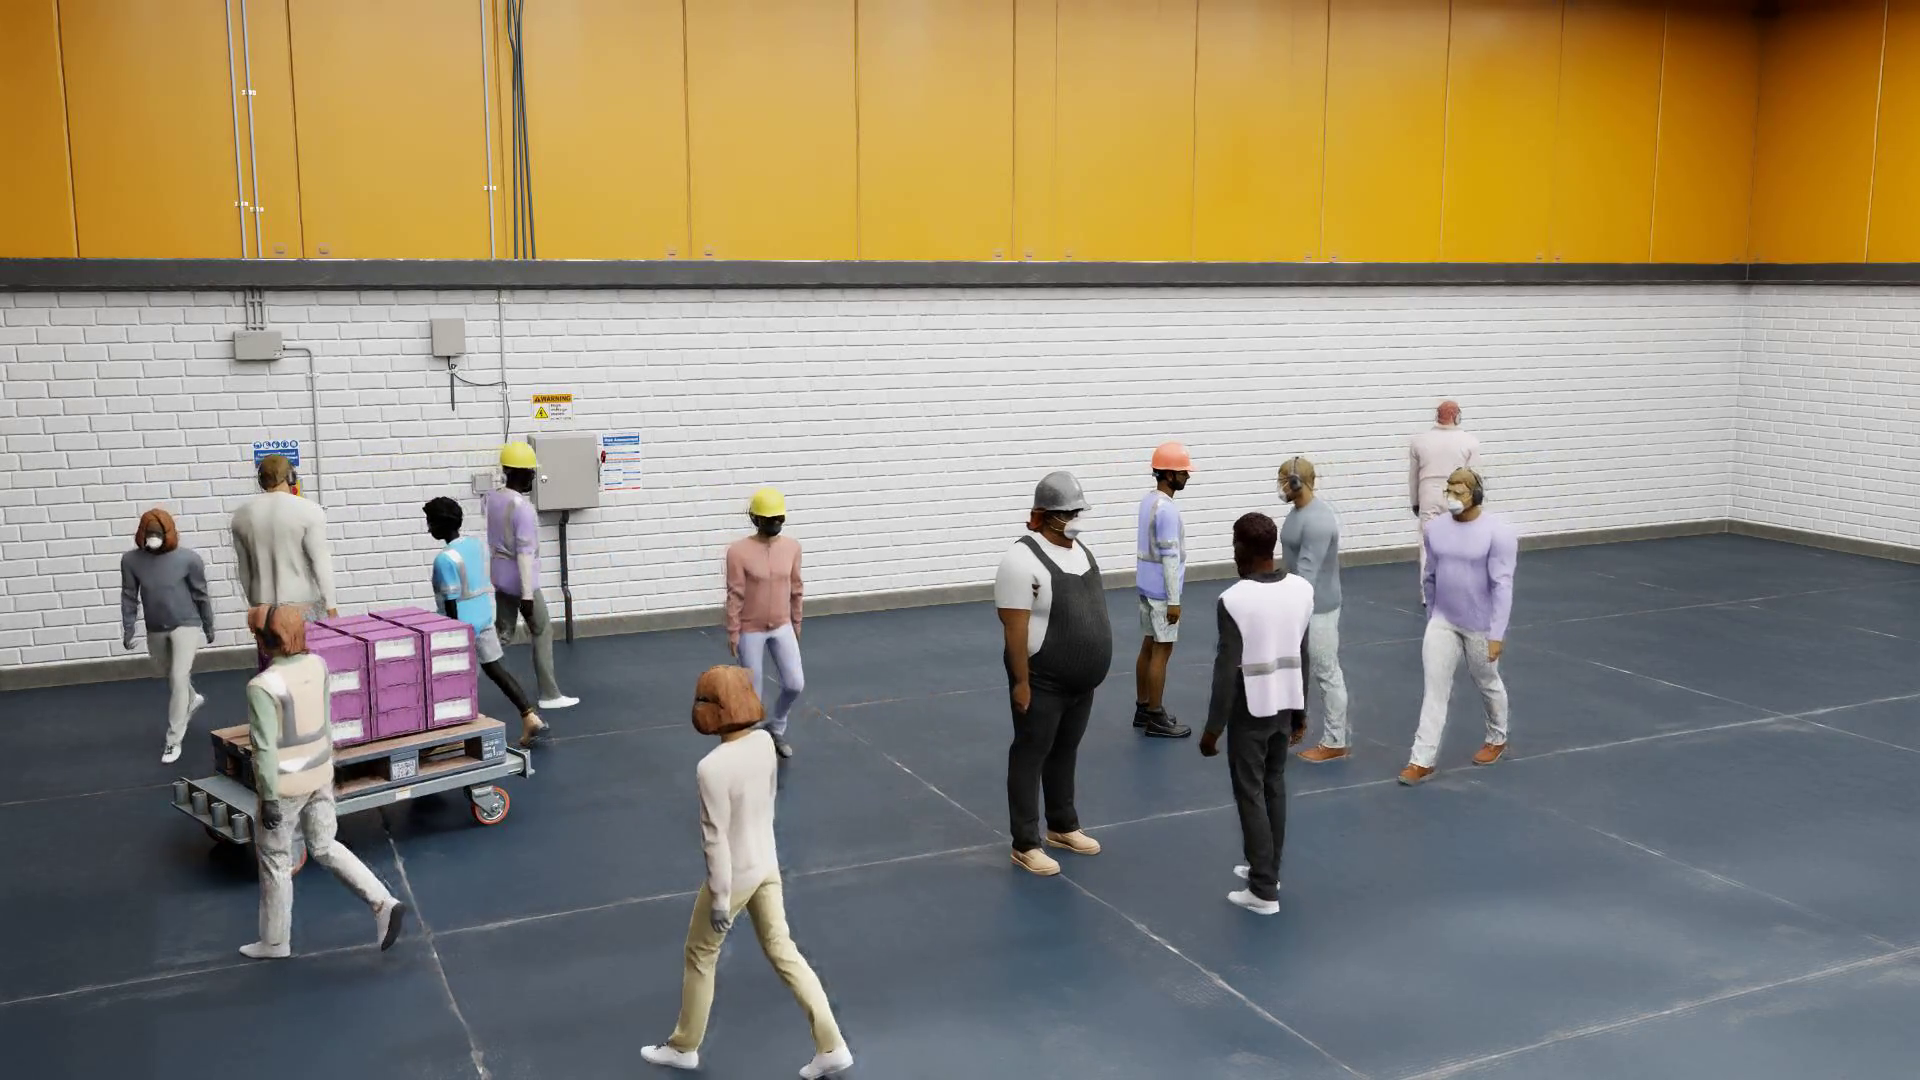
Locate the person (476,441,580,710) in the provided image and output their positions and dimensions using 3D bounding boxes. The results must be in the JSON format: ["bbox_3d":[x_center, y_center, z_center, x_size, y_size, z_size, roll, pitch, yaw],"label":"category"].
[{"bbox_3d":[-3.089,0.273,11.344,0.872,1.898,0.598,-8,12,-40],"label":"person"}]

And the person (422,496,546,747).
[{"bbox_3d":[-3.058,0.528,10.492,0.851,1.650,0.587,2,9,11],"label":"person"}]

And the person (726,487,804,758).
[{"bbox_3d":[-1.171,0.547,10.073,0.539,1.756,0.359,-6,11,-31],"label":"person"}]

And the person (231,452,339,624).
[{"bbox_3d":[-4.203,0.408,10.438,0.686,1.910,0.426,2,9,11],"label":"person"}]

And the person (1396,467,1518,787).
[{"bbox_3d":[3.028,0.499,9.977,1.048,1.890,0.642,-8,12,-42],"label":"person"}]

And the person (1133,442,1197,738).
[{"bbox_3d":[1.350,0.319,10.907,0.375,1.935,0.551,-2,9,-10],"label":"person"}]

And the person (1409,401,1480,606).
[{"bbox_3d":[4.467,-0.350,15.293,0.661,1.855,0.939,5,10,27],"label":"person"}]

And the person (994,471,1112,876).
[{"bbox_3d":[0.520,0.658,8.484,0.536,2.000,0.672,7,12,39],"label":"person"}]

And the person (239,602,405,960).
[{"bbox_3d":[-2.836,1.066,7.260,0.691,1.619,0.526,2,9,14],"label":"person"}]

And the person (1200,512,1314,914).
[{"bbox_3d":[1.440,0.819,7.997,0.627,1.906,0.578,-7,11,-35],"label":"person"}]

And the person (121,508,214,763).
[{"bbox_3d":[-5.003,0.544,10.597,0.527,1.590,0.836,0,9,-1],"label":"person"}]

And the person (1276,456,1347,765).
[{"bbox_3d":[2.053,0.445,10.206,0.771,1.901,0.666,-1,9,-9],"label":"person"}]

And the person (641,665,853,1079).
[{"bbox_3d":[-0.788,1.248,6.214,0.849,1.594,0.517,4,10,24],"label":"person"}]
